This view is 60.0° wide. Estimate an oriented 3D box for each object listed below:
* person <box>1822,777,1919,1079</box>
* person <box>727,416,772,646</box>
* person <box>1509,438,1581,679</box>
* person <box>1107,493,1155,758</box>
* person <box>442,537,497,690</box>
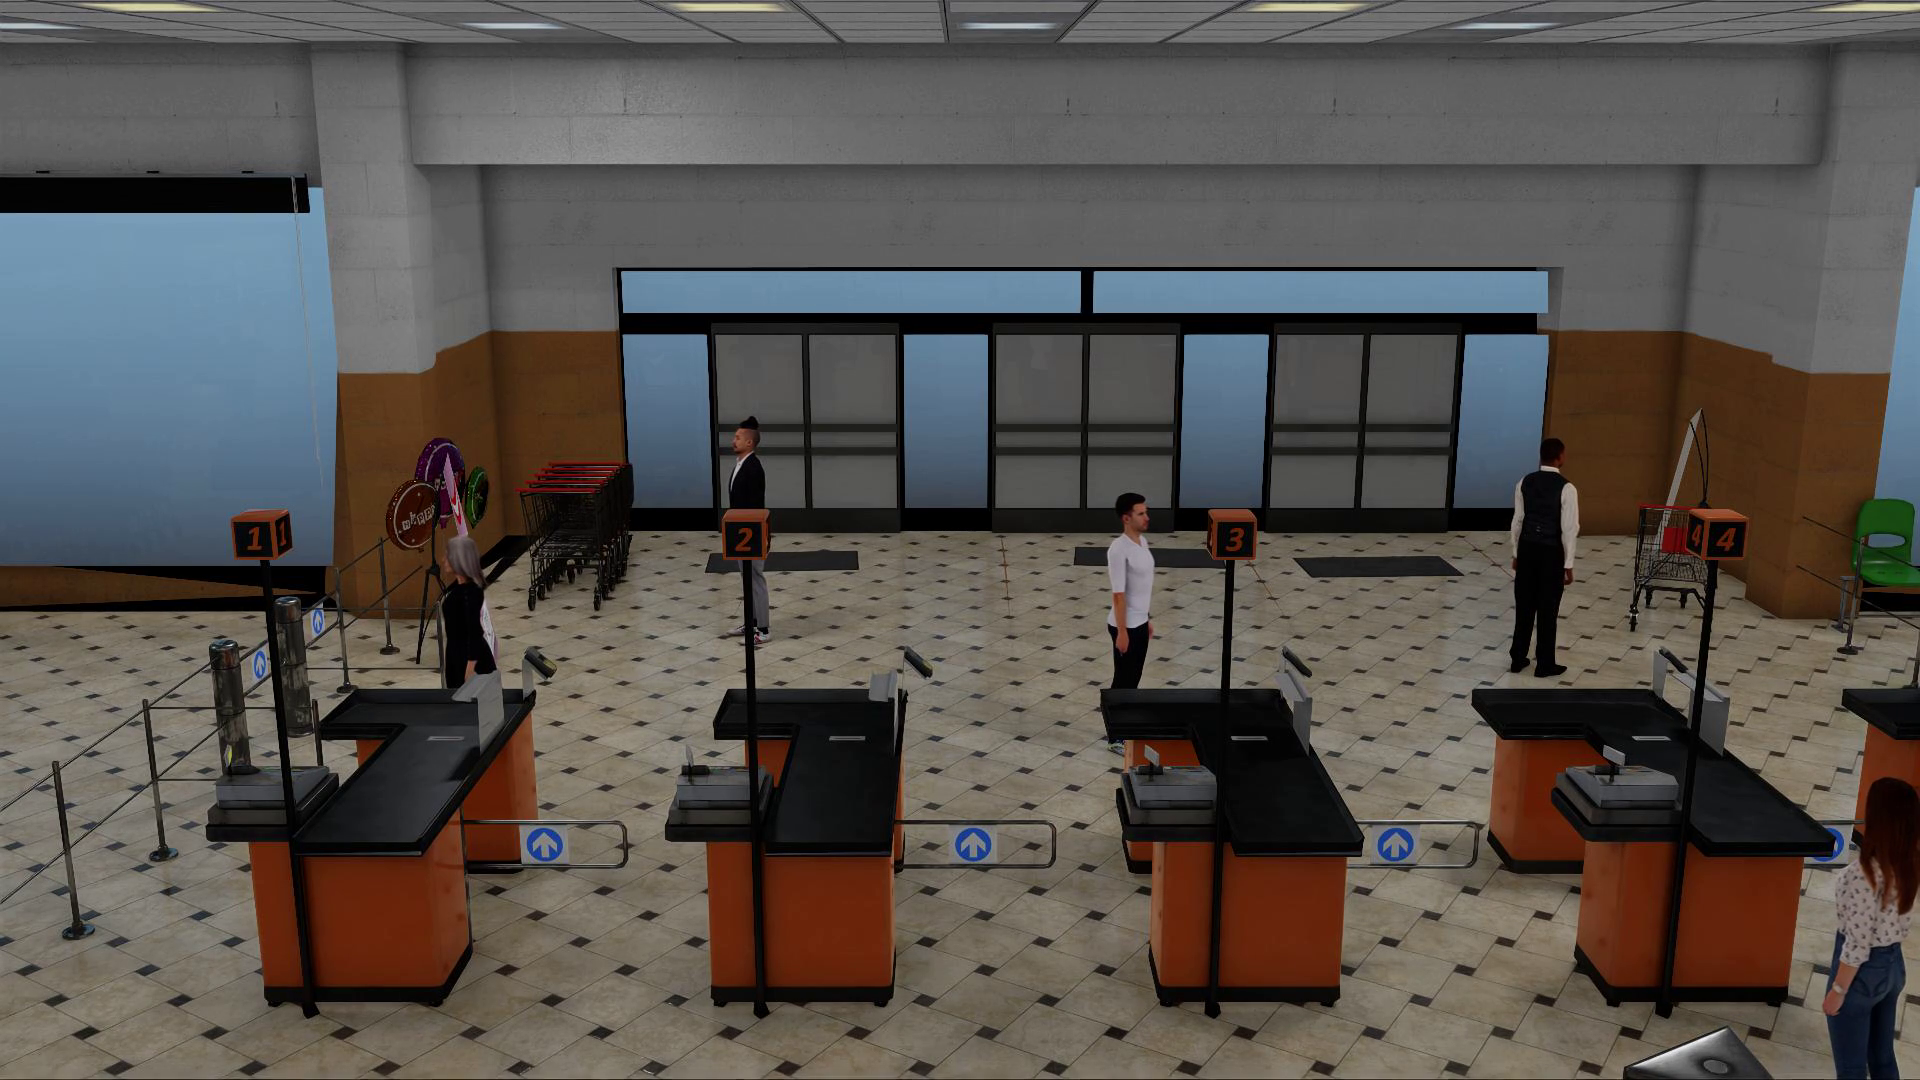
[{"bbox_3d":[3.755,1.797,6.866,0.654,1.728,0.660,-8,16,-30],"label":"person"},{"bbox_3d":[-1.787,-0.090,14.183,0.851,1.948,0.690,-6,15,-23],"label":"person"},{"bbox_3d":[4.664,0.130,13.340,0.834,1.917,0.763,-13,18,-42],"label":"person"},{"bbox_3d":[1.184,0.574,11.648,0.813,1.851,0.678,7,15,27],"label":"person"},{"bbox_3d":[-3.197,0.824,10.840,0.744,1.746,0.630,-6,15,-22],"label":"person"}]
